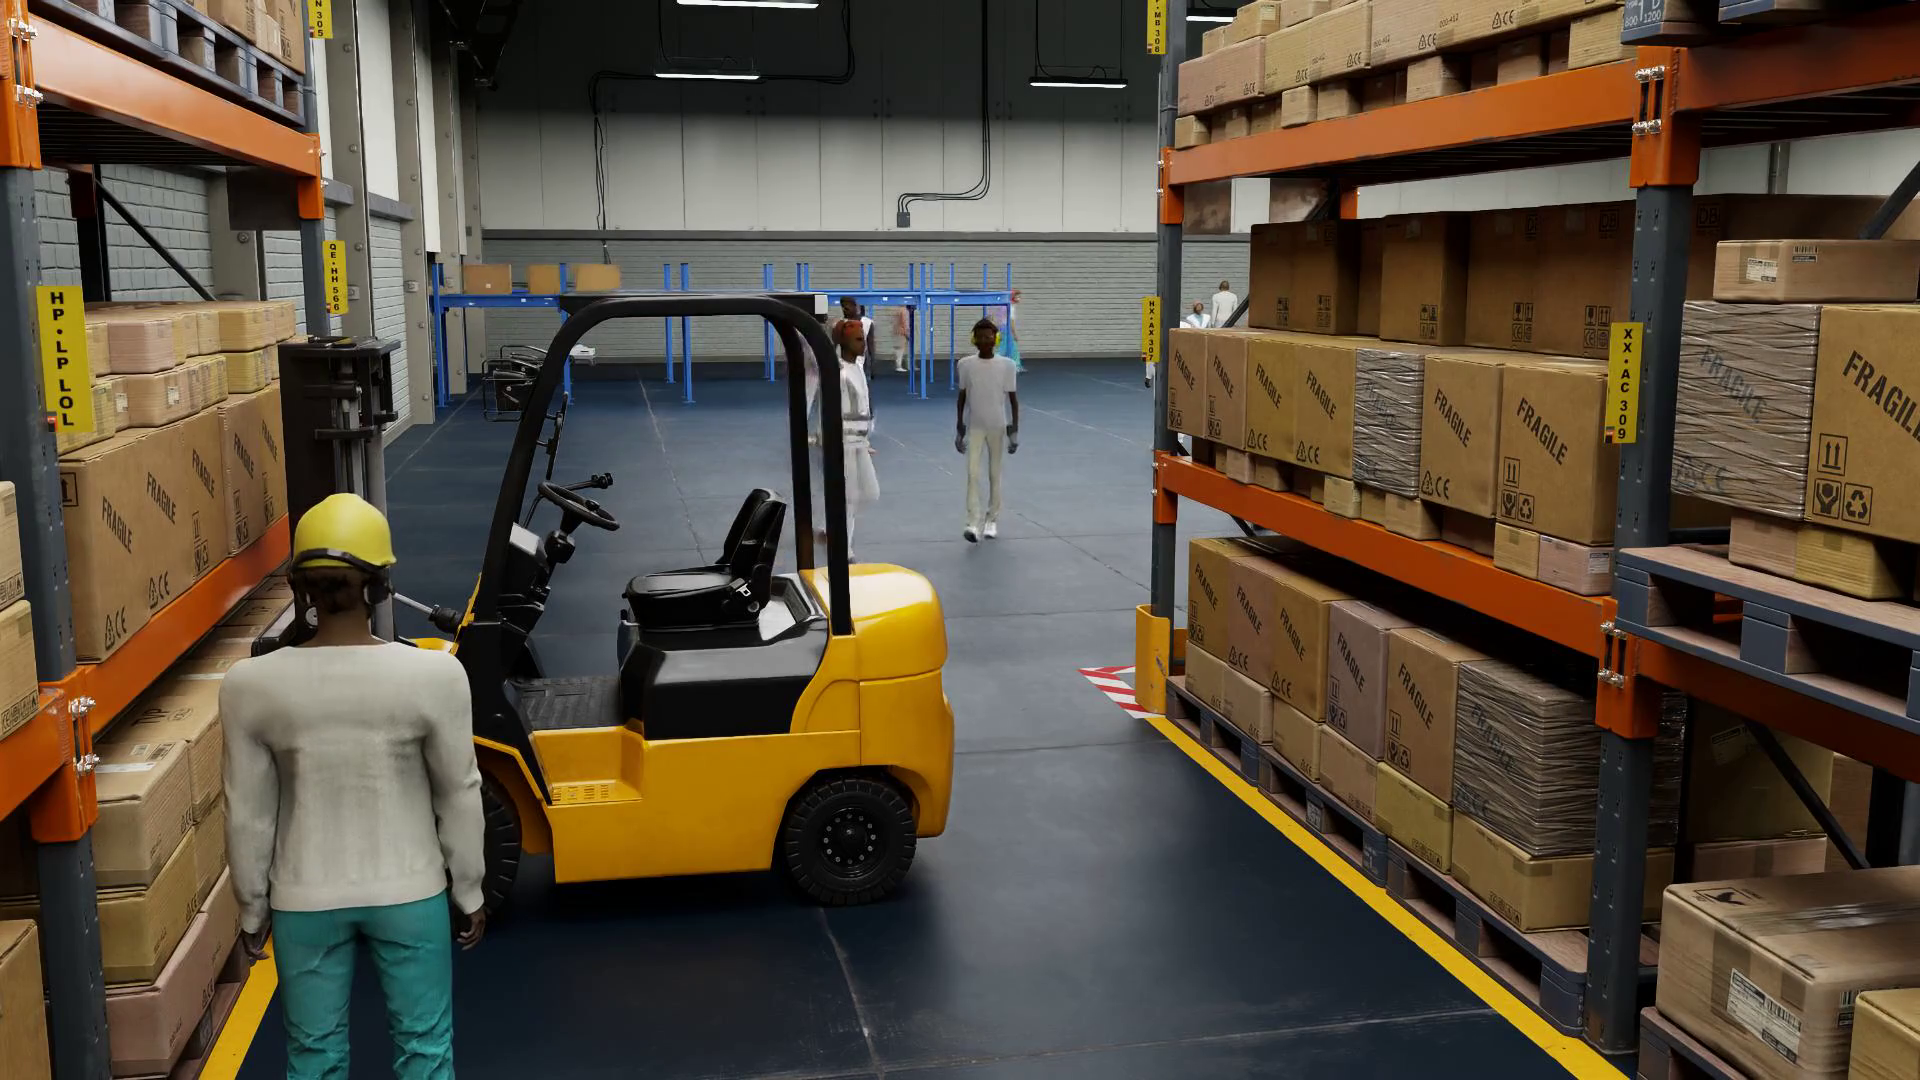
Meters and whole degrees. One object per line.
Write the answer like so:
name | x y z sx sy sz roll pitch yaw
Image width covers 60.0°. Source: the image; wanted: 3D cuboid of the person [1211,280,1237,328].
person | 6.195 -5.121 39.073 0.635 1.937 0.354 -2 10 -12

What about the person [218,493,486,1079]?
person | -1.310 0.777 3.651 0.533 1.765 0.326 -2 10 -12

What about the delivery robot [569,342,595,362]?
delivery robot | -8.711 -4.290 38.060 0.707 0.478 0.477 -2 10 -12

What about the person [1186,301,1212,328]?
person | 4.531 -3.756 31.722 0.538 1.619 0.641 -2 10 -13

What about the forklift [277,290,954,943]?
forklift | -1.179 0.175 6.143 2.313 2.155 1.214 -2 10 -12

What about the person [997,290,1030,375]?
person | 1.025 -4.345 34.847 0.824 1.782 0.594 1 9 5

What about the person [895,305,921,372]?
person | -1.100 -4.416 35.740 0.684 1.609 0.539 1 9 6

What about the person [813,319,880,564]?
person | -0.823 -0.684 12.217 0.447 1.871 0.596 2 10 15

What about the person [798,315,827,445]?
person | -1.763 -2.126 21.198 0.789 1.813 0.632 1 9 8

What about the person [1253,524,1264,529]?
person | 2.697 -1.057 14.340 0.589 1.921 0.426 8 12 39

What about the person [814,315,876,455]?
person | -1.382 -1.859 19.967 0.663 1.676 0.539 4 10 22

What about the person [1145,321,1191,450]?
person | 2.559 -2.038 20.441 0.584 1.882 0.339 -2 10 -12

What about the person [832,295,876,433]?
person | -1.409 -2.302 22.053 0.598 1.891 0.445 3 10 19

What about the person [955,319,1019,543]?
person | 0.214 -0.888 13.620 0.554 1.818 0.957 1 9 7
